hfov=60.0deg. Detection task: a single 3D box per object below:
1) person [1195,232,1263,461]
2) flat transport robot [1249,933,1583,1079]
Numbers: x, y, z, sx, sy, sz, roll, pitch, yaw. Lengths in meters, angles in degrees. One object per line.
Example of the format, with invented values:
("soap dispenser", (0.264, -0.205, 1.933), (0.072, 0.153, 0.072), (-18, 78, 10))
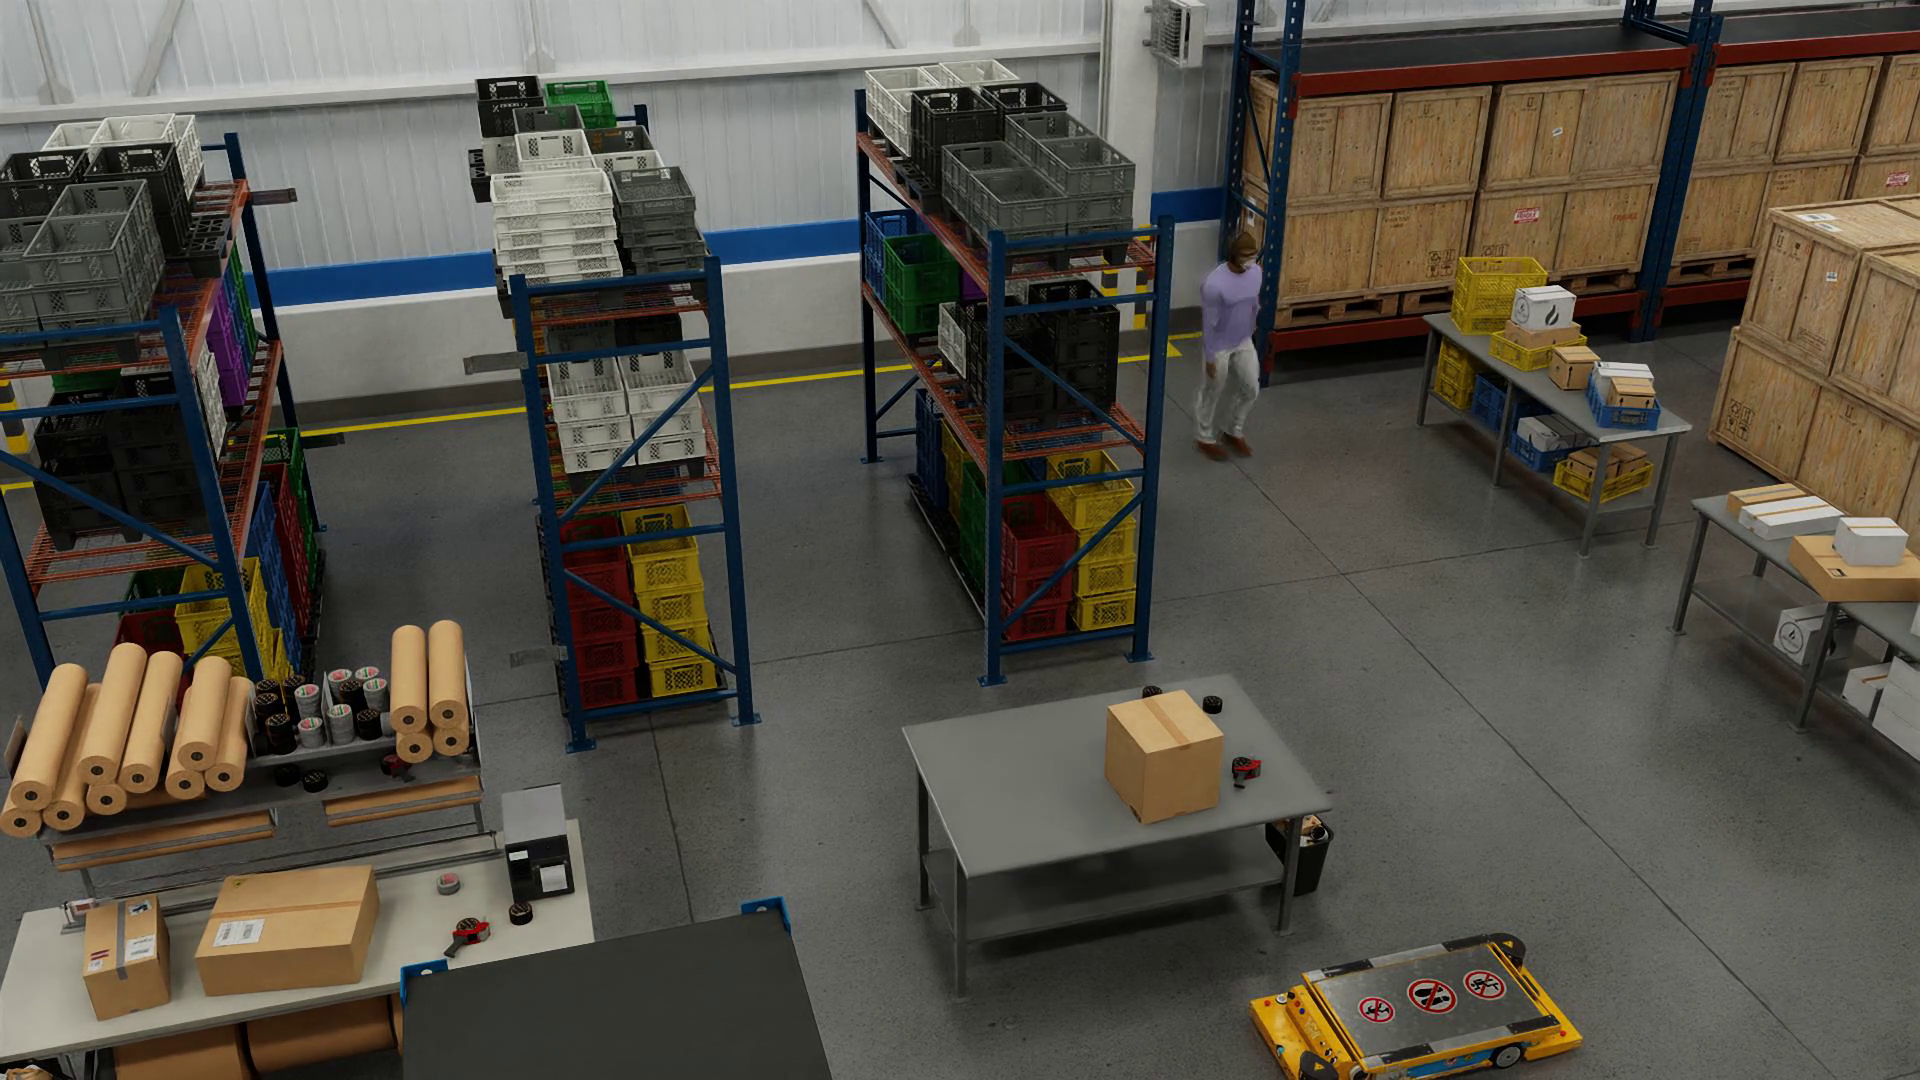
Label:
("person", (2.150, -1.512, 13.184), (0.645, 1.923, 0.552), (-17, 33, -29))
("flat transport robot", (2.184, 2.282, 7.980), (1.431, 0.197, 0.652), (-8, 30, -14))
